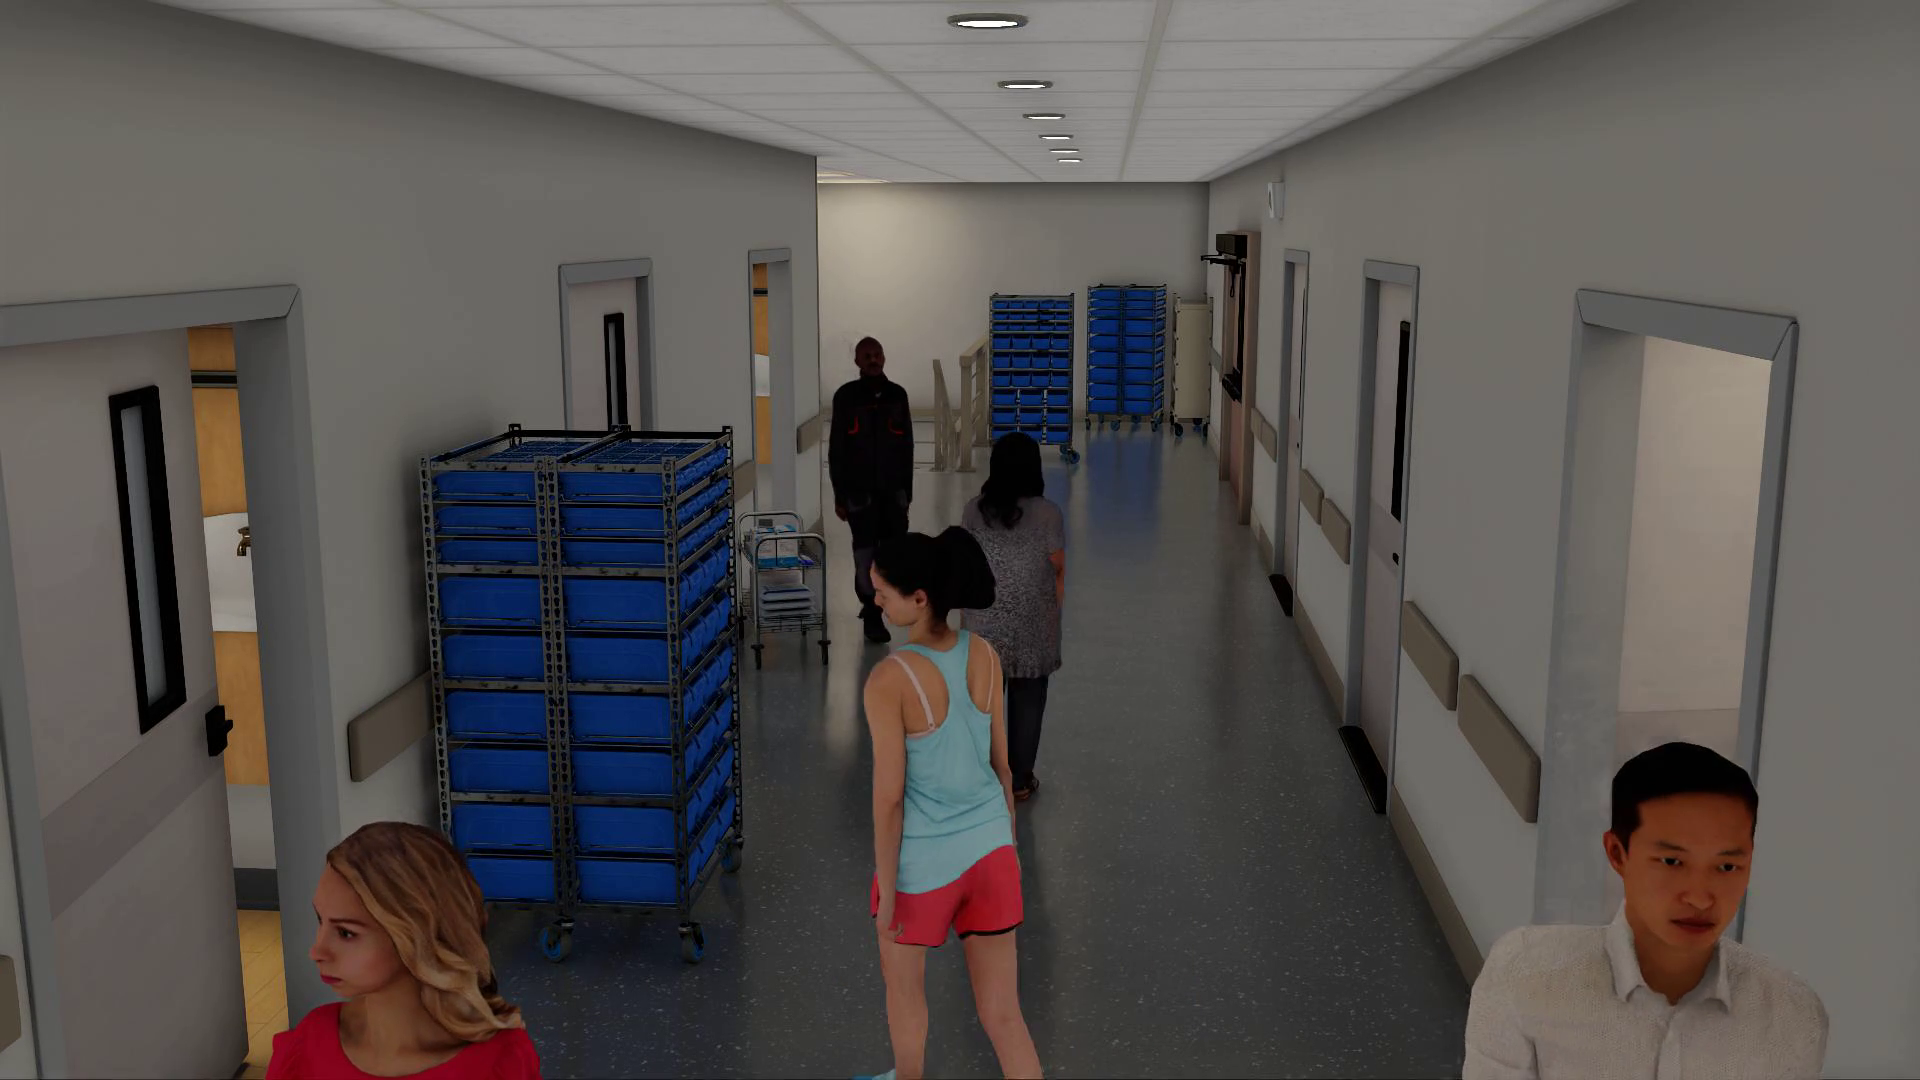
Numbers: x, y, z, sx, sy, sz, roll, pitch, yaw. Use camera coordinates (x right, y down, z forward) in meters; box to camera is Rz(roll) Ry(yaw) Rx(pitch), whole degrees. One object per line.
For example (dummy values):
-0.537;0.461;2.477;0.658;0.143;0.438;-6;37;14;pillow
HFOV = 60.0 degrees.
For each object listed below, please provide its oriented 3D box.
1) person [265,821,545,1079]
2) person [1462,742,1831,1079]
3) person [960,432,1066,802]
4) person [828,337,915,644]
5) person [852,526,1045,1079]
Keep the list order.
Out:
-0.734;1.192;2.325;0.592;1.727;0.564;2;11;11;person
0.947;1.139;2.484;0.769;1.772;1.196;3;11;14;person
0.196;0.350;7.116;0.704;1.596;0.798;3;11;16;person
-0.552;-0.318;10.080;0.932;1.804;1.071;-4;11;-20;person
0.017;0.864;4.073;1.142;1.721;1.291;-6;12;-30;person
